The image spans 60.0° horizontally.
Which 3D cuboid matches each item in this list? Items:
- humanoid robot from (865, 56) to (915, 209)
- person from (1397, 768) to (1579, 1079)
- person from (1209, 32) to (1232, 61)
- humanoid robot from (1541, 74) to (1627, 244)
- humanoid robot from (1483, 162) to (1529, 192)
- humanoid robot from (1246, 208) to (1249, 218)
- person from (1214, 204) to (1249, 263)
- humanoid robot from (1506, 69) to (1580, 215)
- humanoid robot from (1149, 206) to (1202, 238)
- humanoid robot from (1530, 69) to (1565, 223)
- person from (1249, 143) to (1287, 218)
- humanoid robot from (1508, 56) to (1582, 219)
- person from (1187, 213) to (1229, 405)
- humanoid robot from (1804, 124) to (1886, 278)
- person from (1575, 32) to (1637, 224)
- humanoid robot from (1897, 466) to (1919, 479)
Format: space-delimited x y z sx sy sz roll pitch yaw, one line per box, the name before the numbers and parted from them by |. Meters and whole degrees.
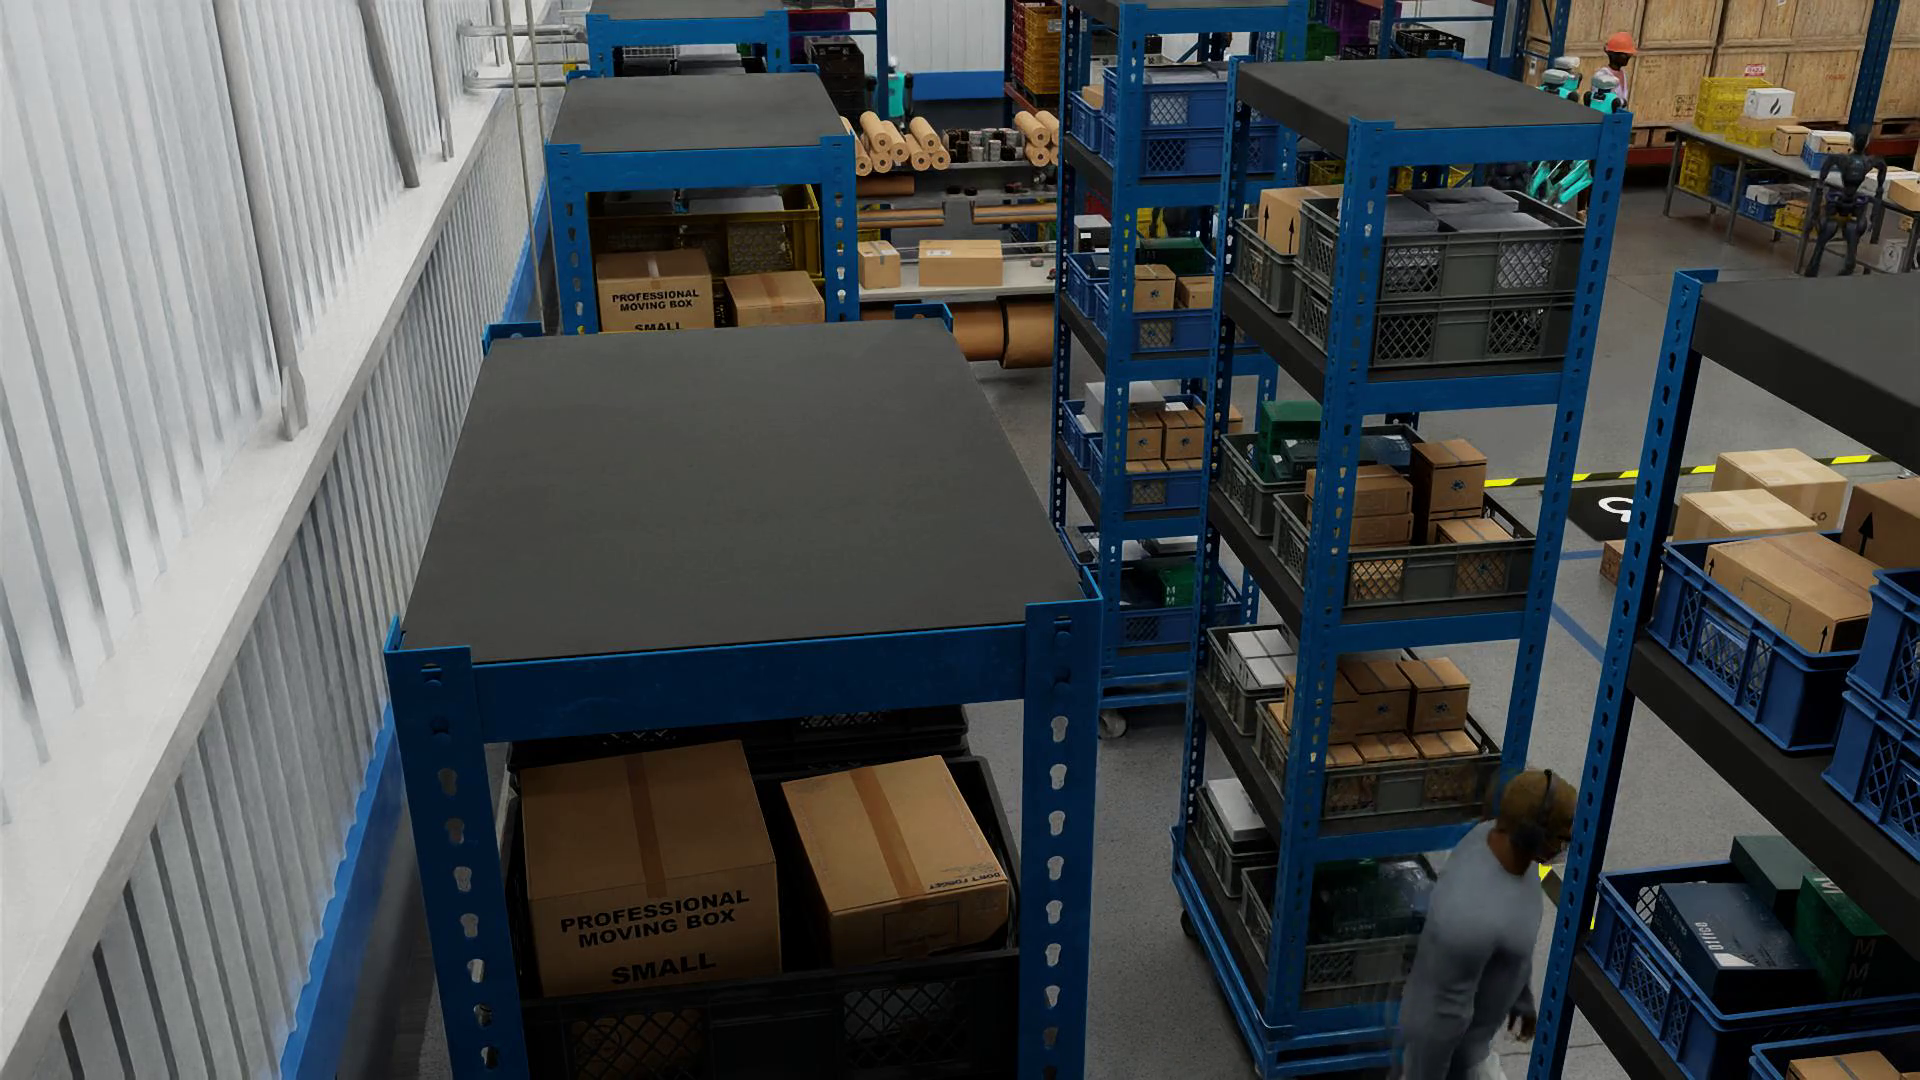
humanoid robot | -0.807 -4.334 18.057 0.532 1.869 0.754 -7 26 -15
person | 1.634 1.532 5.027 0.870 1.891 0.654 10 26 20
person | 2.979 -4.992 19.221 0.356 1.882 0.572 -13 28 -27
humanoid robot | 6.133 -3.754 16.594 0.737 1.701 0.530 -9 26 -18
humanoid robot | 5.392 -3.646 16.546 0.593 1.641 0.612 -14 28 -27
humanoid robot | 3.047 -3.619 16.424 0.545 1.770 0.849 -9 26 -19
person | 2.469 -3.051 15.065 0.431 1.836 0.617 -2 25 -4
humanoid robot | 5.811 -3.830 16.856 0.551 1.752 0.836 16 29 31
humanoid robot | 1.728 -2.249 13.541 0.608 1.623 0.756 22 33 39
humanoid robot | 6.161 -4.113 17.552 0.601 1.649 0.337 -9 26 -19
person | 2.852 -3.287 15.571 0.403 1.831 0.593 5 25 11
humanoid robot | 6.230 -4.323 17.938 0.538 1.786 0.793 -23 33 -40
person | 1.639 -1.279 11.184 0.359 1.852 0.596 -5 25 -11
humanoid robot | 7.934 -2.900 14.915 0.595 1.642 0.471 8 26 17
person | 6.790 -4.280 17.482 0.368 2.044 0.607 21 32 38
humanoid robot | 6.431 -1.142 10.866 0.735 1.675 0.533 -11 27 -22
